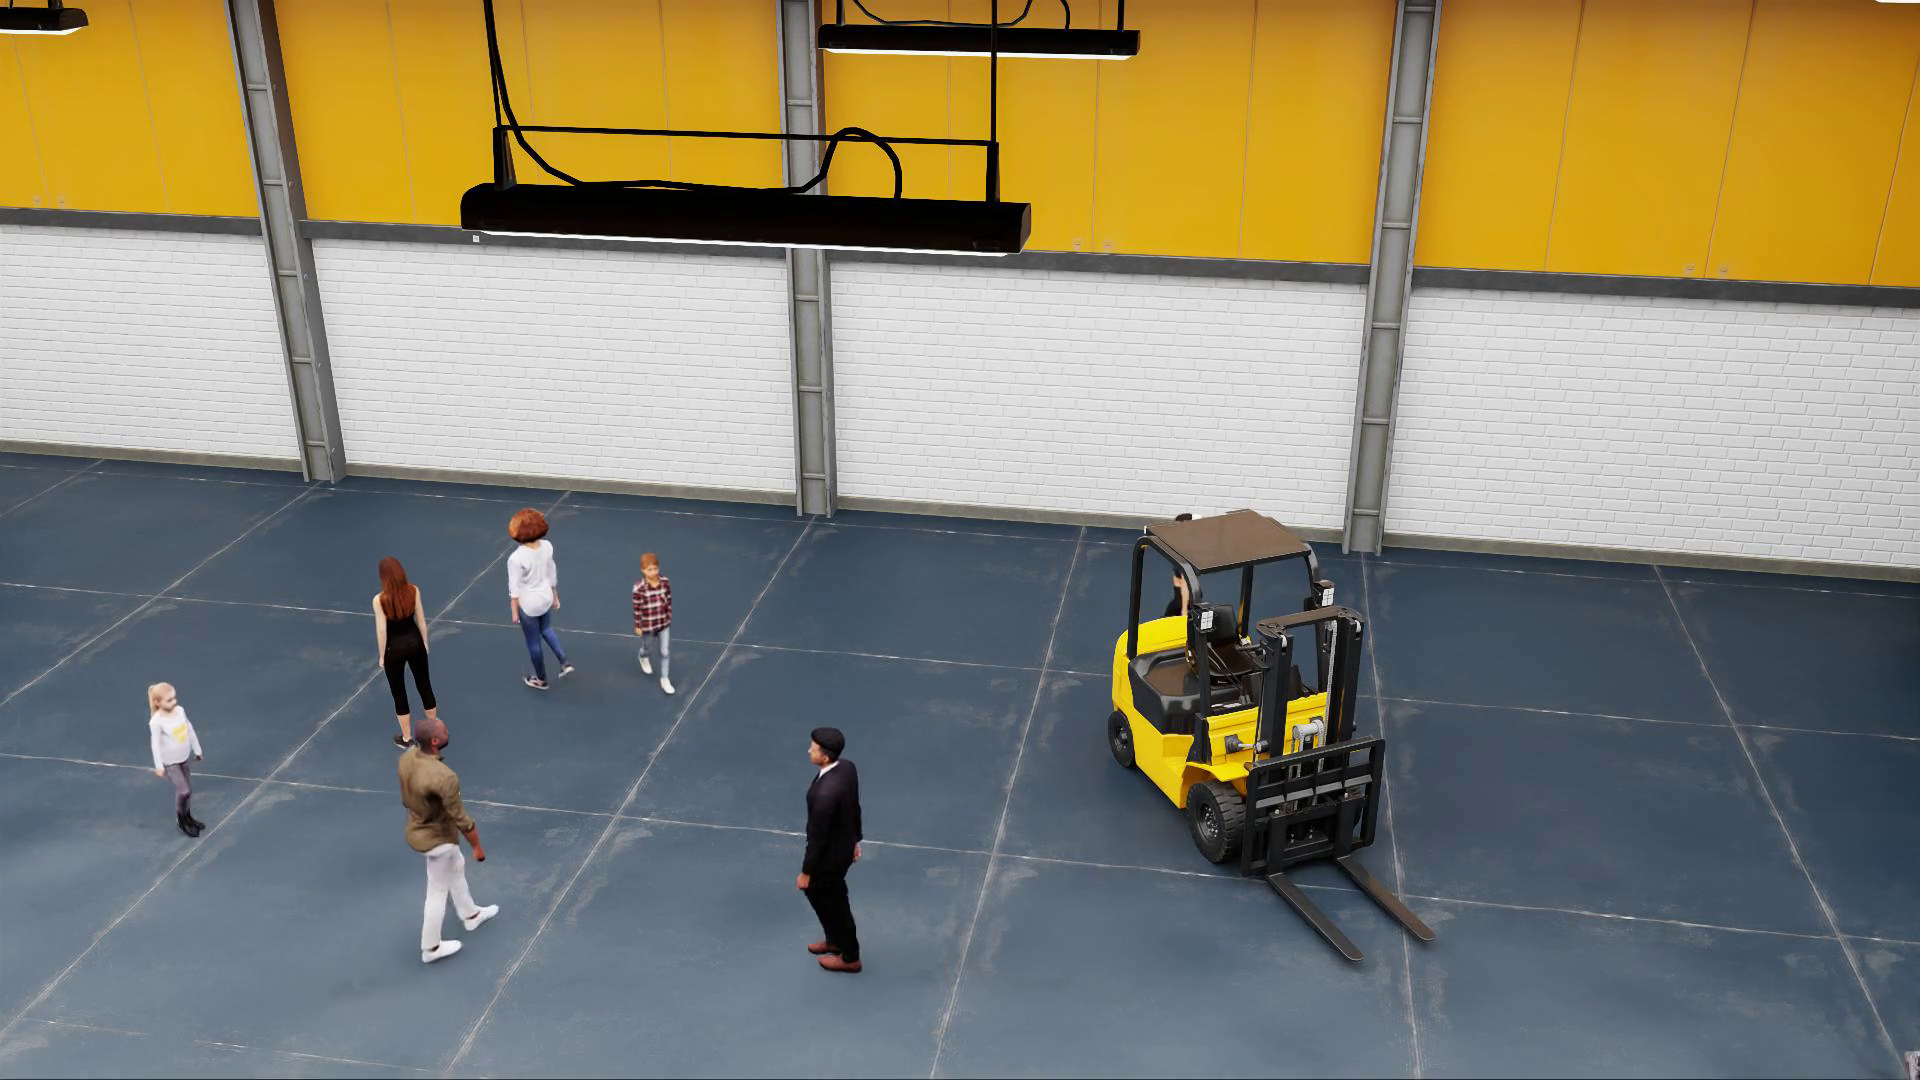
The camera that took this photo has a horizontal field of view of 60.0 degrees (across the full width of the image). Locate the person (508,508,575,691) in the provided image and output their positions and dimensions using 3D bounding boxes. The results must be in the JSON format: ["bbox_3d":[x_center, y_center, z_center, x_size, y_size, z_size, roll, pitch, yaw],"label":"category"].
[{"bbox_3d":[-3.683,0.557,14.634,0.828,1.700,0.772,15,28,31],"label":"person"}]

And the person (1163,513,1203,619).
[{"bbox_3d":[2.077,0.552,14.738,0.892,1.626,0.710,10,26,22],"label":"person"}]

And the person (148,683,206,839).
[{"bbox_3d":[-6.023,1.652,12.662,0.551,1.271,0.537,8,25,17],"label":"person"}]

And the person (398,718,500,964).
[{"bbox_3d":[-3.574,2.037,11.118,1.036,1.803,1.077,21,32,40],"label":"person"}]

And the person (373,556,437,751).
[{"bbox_3d":[-4.604,0.920,13.772,0.646,1.725,0.695,-18,29,-35],"label":"person"}]

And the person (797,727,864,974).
[{"bbox_3d":[-0.757,2.074,10.955,0.644,1.867,0.707,3,24,7],"label":"person"}]

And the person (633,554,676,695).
[{"bbox_3d":[-2.745,0.703,14.812,0.856,1.288,0.891,-13,27,-28],"label":"person"}]
